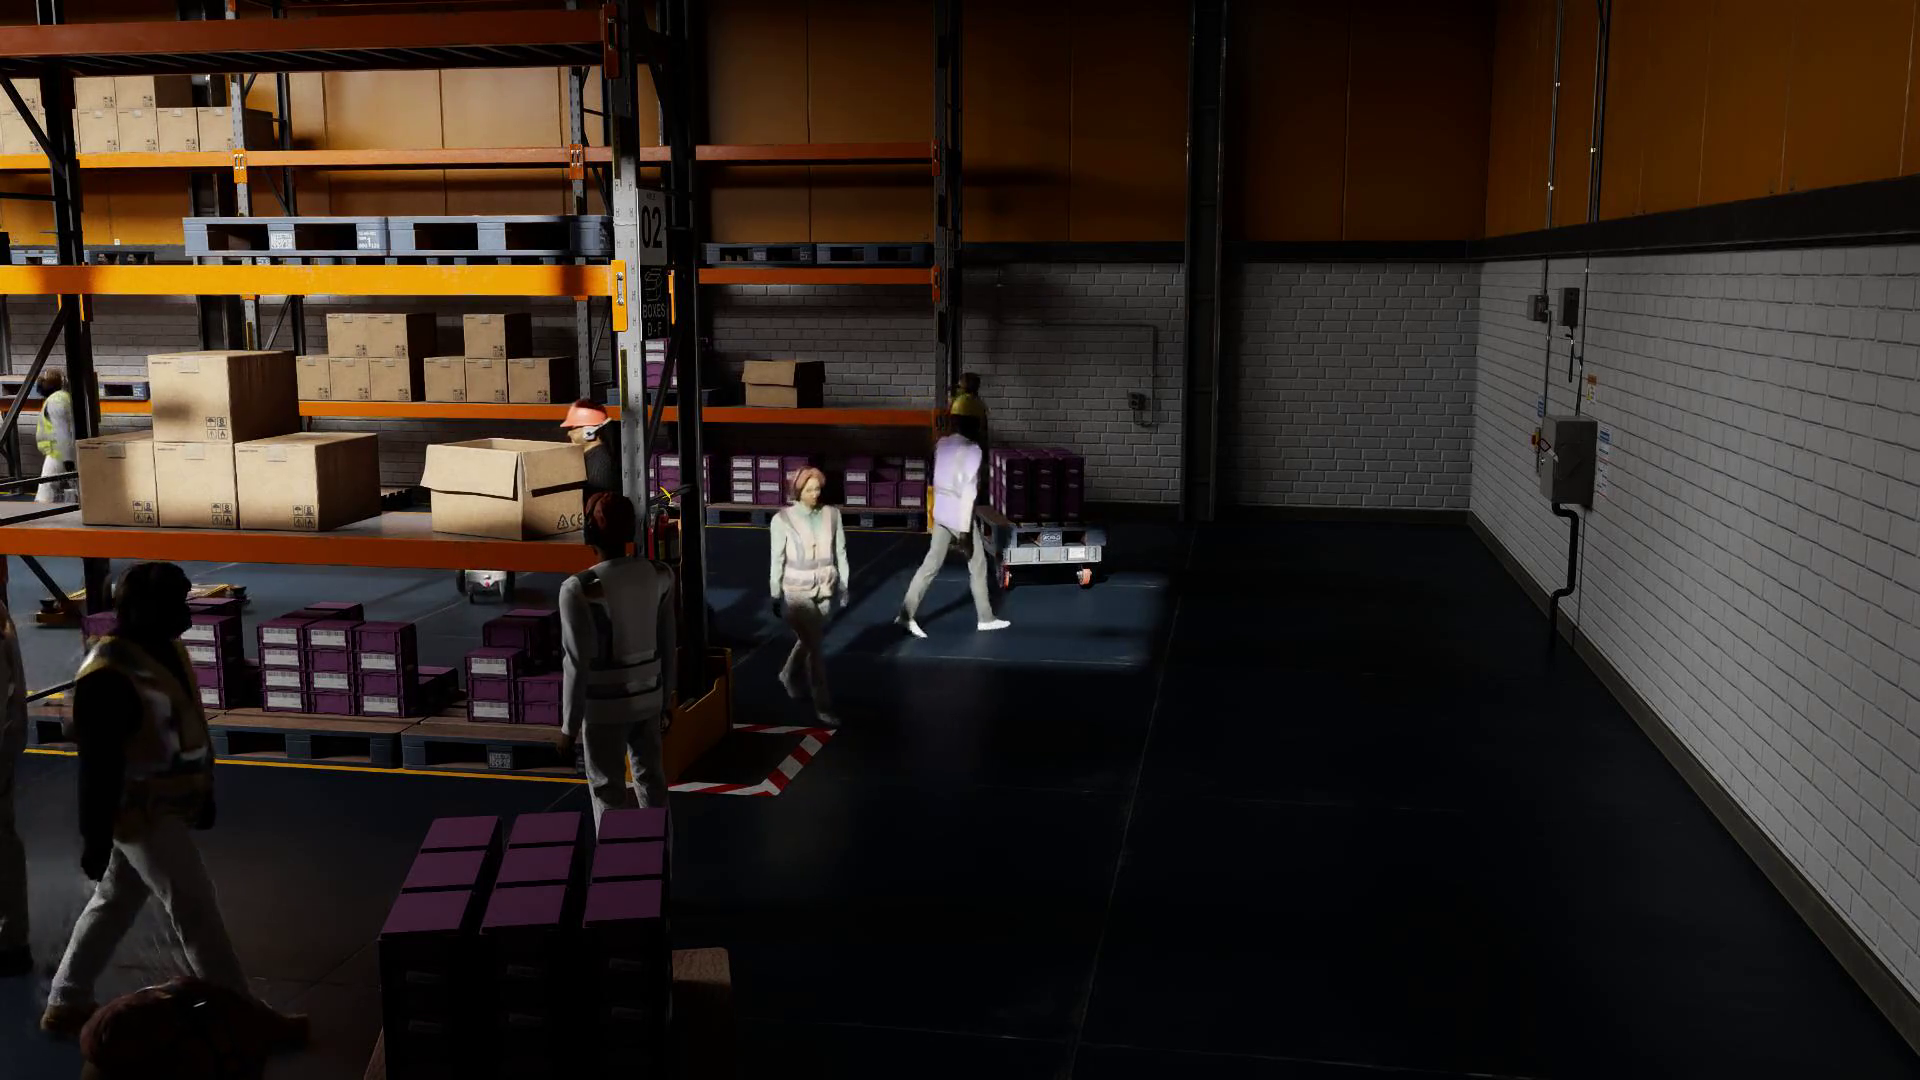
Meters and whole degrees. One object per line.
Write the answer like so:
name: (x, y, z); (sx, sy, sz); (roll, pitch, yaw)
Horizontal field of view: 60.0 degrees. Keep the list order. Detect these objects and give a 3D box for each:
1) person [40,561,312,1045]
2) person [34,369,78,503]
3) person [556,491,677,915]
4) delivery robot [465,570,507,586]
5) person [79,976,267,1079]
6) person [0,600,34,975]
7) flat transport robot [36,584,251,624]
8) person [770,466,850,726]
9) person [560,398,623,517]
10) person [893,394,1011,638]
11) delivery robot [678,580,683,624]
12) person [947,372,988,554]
person: (-2.913, 0.955, 5.975); (0.977, 1.788, 0.629); (-1, 9, -9)
person: (-9.450, -0.880, 17.332); (0.975, 1.784, 0.642); (-3, 10, -18)
person: (-1.449, 0.728, 7.056); (0.355, 1.883, 0.573); (8, 12, 41)
delivery robot: (-4.102, 0.166, 14.360); (0.477, 0.478, 0.707); (-3, 10, -17)
person: (-0.983, 1.495, 2.223); (0.652, 1.906, 0.402); (3, 10, 19)
person: (-3.931, 0.823, 6.619); (0.403, 1.833, 0.590); (-7, 11, -35)
flat transport robot: (-6.572, 0.506, 13.420); (1.431, 0.197, 0.652); (0, 9, -3)
person: (-0.968, 0.315, 10.528); (0.532, 1.604, 0.853); (-7, 12, -38)
person: (-2.353, 0.078, 10.741); (0.396, 1.992, 0.623); (-3, 9, -15)
person: (-0.085, -0.182, 12.751); (1.010, 1.878, 0.594); (-6, 11, -34)
delivery robot: (-2.283, 0.434, 12.700); (0.707, 0.478, 0.477); (8, 12, 41)
person: (0.184, -0.739, 16.350); (0.734, 1.825, 0.518); (1, 9, 3)
